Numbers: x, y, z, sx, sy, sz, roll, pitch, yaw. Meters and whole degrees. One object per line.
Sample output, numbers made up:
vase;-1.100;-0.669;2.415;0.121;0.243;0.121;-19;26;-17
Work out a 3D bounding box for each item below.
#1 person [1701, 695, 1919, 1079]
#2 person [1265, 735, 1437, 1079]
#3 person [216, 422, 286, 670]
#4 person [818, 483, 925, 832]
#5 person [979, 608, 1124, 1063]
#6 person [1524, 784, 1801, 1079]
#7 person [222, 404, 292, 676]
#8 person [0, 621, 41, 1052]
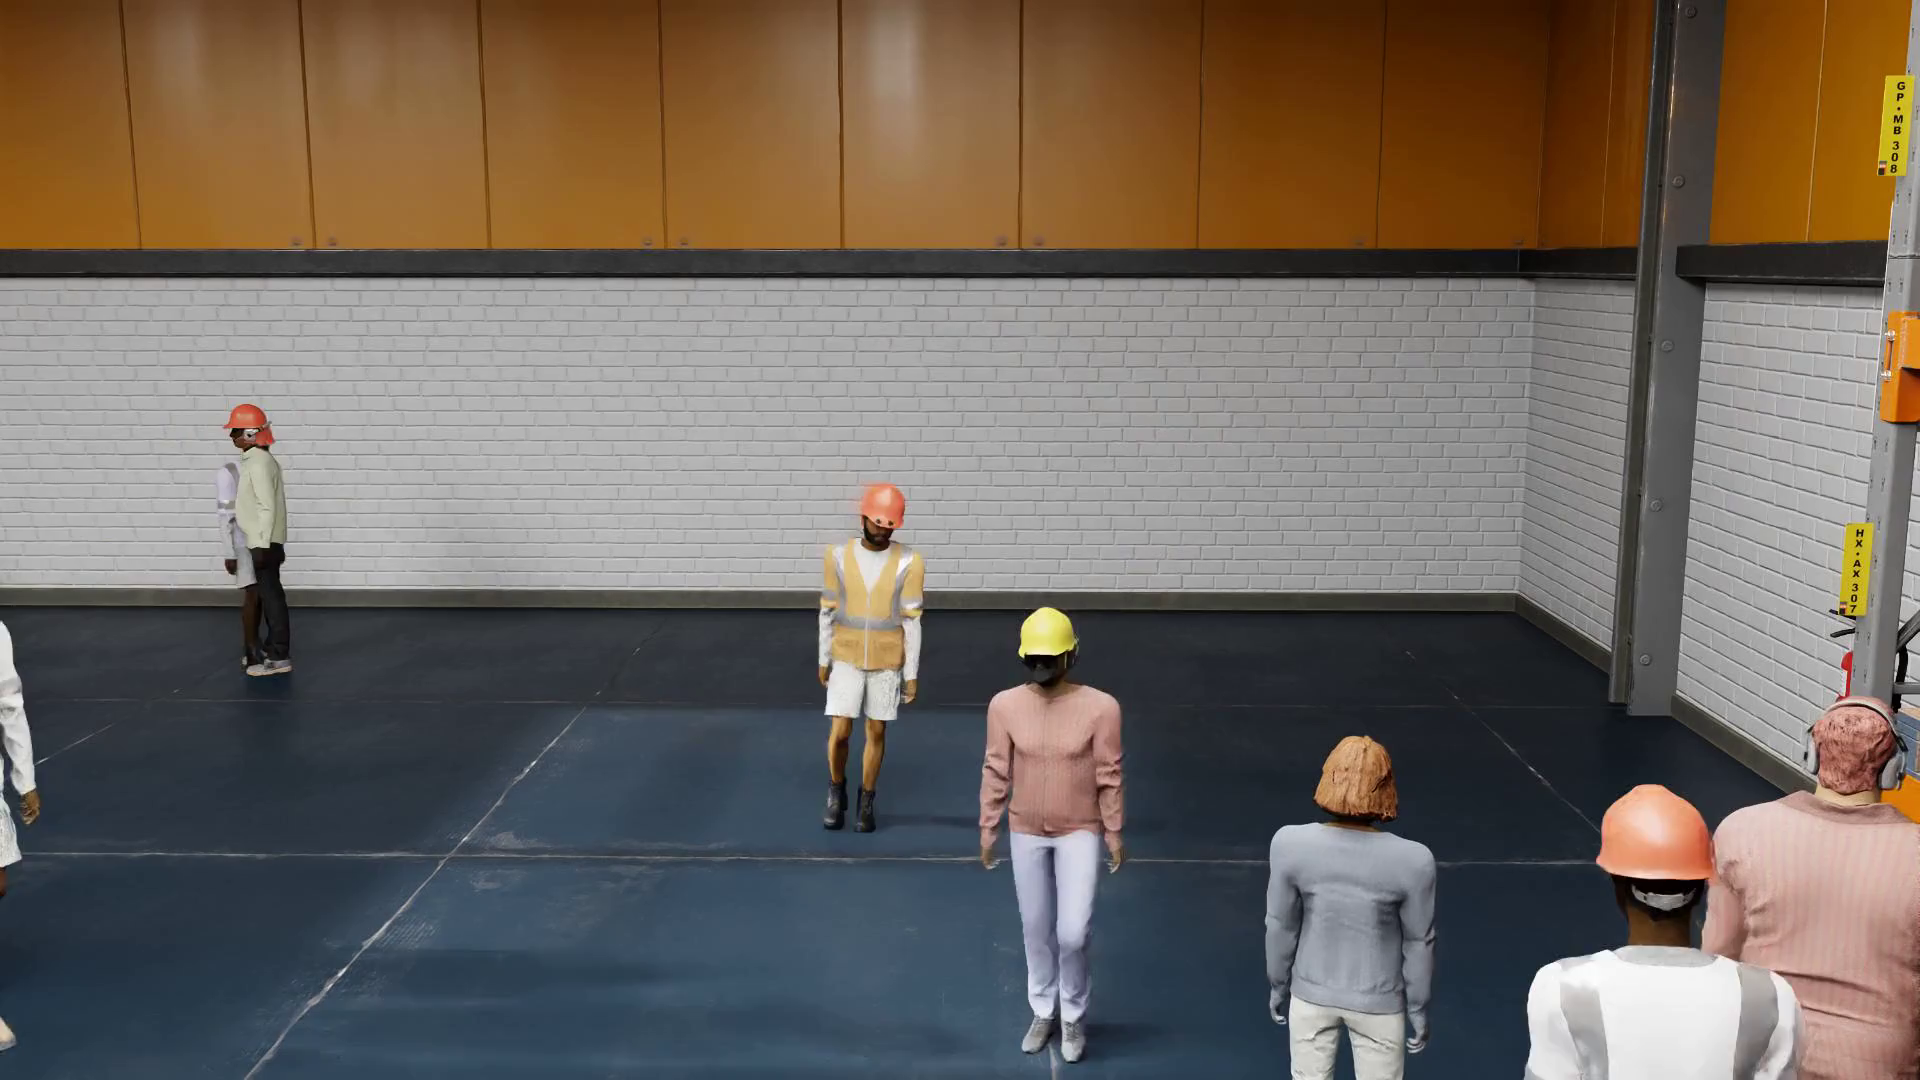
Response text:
person;2.301;1.349;4.395;0.649;1.907;0.402;7;12;36
person;1.161;1.386;4.986;0.501;1.632;0.280;4;10;24
person;-5.217;0.033;12.323;0.589;1.902;0.542;4;10;24
person;-0.464;0.633;8.725;0.567;1.898;0.502;0;9;3
person;0.333;1.115;6.262;0.543;1.749;0.460;3;10;18
person;1.478;1.488;3.535;0.571;1.916;0.577;2;10;14
person;-5.155;-0.005;12.238;0.391;1.995;0.613;-4;10;-24
person;-3.970;0.951;6.465;0.767;2.013;0.642;9;13;44
